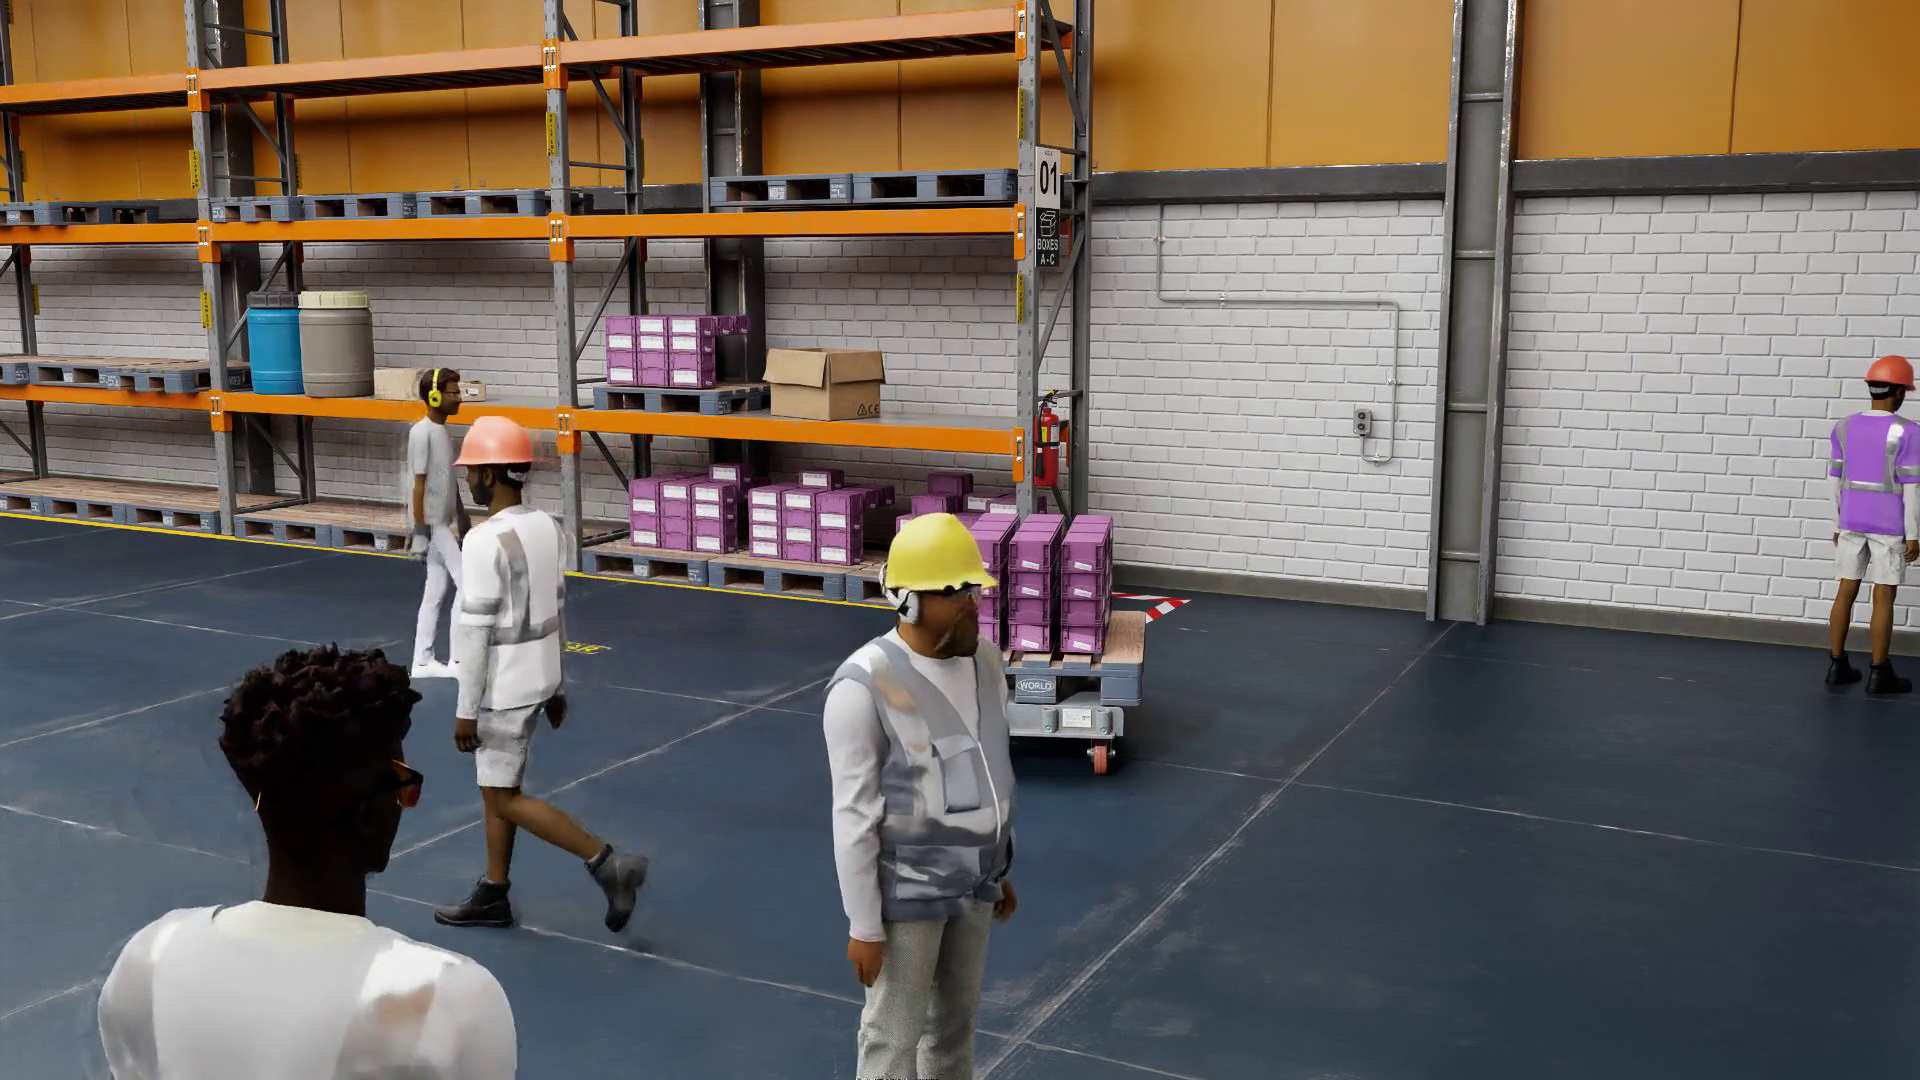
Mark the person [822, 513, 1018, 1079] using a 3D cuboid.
[{"bbox_3d":[-0.066,0.842,4.109,0.403,1.830,0.605,7,12,38],"label":"person"}]

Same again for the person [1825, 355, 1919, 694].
[{"bbox_3d":[5.256,-0.090,9.536,0.363,1.933,0.543,-5,10,-28],"label":"person"}]

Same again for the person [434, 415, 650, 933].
[{"bbox_3d":[-1.527,0.508,5.935,0.798,1.908,0.554,2,9,10],"label":"person"}]

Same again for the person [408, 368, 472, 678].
[{"bbox_3d":[-2.959,-0.074,9.741,0.688,1.838,0.560,-1,9,-4],"label":"person"}]

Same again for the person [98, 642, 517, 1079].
[{"bbox_3d":[-0.842,1.098,2.173,0.614,1.945,0.745,3,10,20],"label":"person"}]
